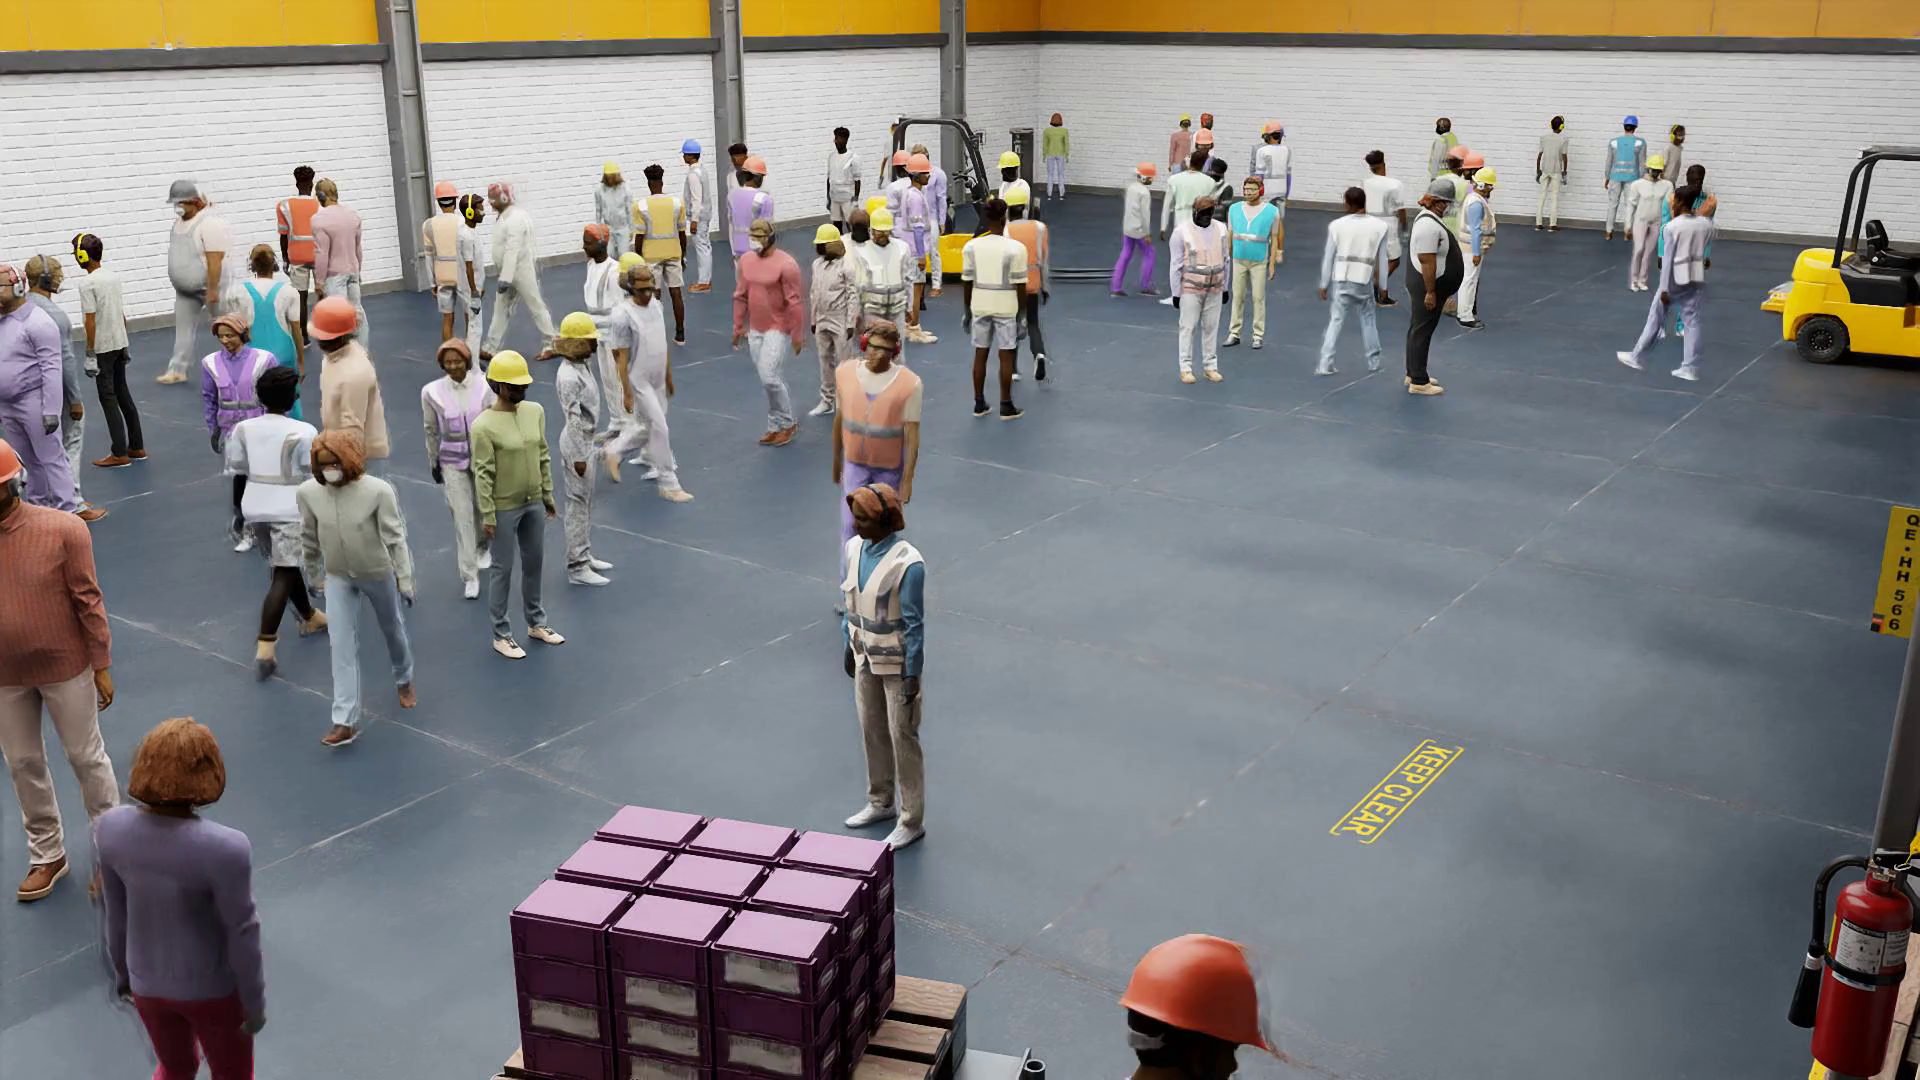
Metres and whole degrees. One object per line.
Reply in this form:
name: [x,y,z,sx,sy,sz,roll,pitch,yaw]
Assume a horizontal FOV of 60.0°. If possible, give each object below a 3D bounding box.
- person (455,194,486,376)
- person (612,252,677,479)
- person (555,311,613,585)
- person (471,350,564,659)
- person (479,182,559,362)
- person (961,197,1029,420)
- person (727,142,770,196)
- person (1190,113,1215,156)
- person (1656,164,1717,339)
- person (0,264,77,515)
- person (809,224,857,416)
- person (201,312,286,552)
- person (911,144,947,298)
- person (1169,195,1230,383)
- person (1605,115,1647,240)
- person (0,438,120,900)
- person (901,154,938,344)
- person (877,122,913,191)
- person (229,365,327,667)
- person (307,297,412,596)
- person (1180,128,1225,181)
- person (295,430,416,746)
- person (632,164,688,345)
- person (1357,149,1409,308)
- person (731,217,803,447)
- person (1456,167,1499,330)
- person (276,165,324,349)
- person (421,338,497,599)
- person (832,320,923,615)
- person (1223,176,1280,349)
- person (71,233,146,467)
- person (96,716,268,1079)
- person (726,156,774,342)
person: [-4.681,-2.399,16.058,0.325,1.861,0.512,-6,19,-18]
person: [-2.457,-1.388,13.083,0.470,1.746,0.647,1,18,3]
person: [-2.387,-0.587,10.572,0.320,1.742,0.492,-2,18,-5]
person: [-2.486,-0.202,9.349,0.337,1.757,0.519,10,20,29]
person: [-4.644,-2.739,17.130,0.990,1.844,0.672,-10,20,-29]
person: [0.312,-2.045,14.781,0.644,1.962,0.375,7,19,21]
person: [-2.641,-4.056,21.106,0.649,1.937,0.484,8,19,24]
person: [4.064,-6.160,27.775,0.354,1.887,0.573,-10,20,-28]
person: [8.024,-3.190,18.434,0.593,1.918,0.392,0,18,0]
person: [-6.394,-0.929,11.374,0.642,1.913,0.409,9,20,26]
person: [-1.143,-1.937,14.799,0.492,1.741,0.319,13,22,34]
person: [-4.776,-0.716,11.162,0.525,1.631,0.320,-1,18,-4]
person: [-0.473,-4.045,21.102,0.636,1.928,0.376,6,19,18]
person: [2.347,-2.448,16.265,0.635,1.830,0.429,-7,19,-20]
person: [10.522,-5.726,26.333,0.602,1.938,0.400,10,20,29]
person: [-3.759,0.524,6.726,0.626,1.980,0.411,-3,18,-9]
person: [-0.453,-3.177,18.191,0.371,2.044,0.607,-3,18,-10]
person: [-1.039,-5.777,26.688,0.514,1.821,0.970,8,19,23]
person: [-3.837,-0.138,9.317,0.535,1.651,0.838,6,19,17]
person: [-3.721,-0.539,10.110,0.677,1.932,0.688,-13,22,-35]
person: [3.197,-4.407,22.037,0.608,2.044,0.370,-1,18,-2]
person: [-3.024,0.205,8.354,0.571,1.576,0.877,-1,18,-2]
person: [-3.236,-3.064,17.972,0.603,1.958,0.380,-9,20,-26]
person: [5.167,-3.772,20.252,0.580,1.929,0.691,-15,23,-38]
person: [-1.606,-1.716,13.814,0.641,1.921,0.461,15,23,39]
person: [5.912,-3.339,19.053,0.403,1.822,0.589,3,18,11]
person: [-6.980,-3.033,17.893,0.615,1.952,0.388,-4,18,-14]
person: [-3.113,-0.497,10.541,0.503,1.592,0.882,-7,19,-20]
person: [-0.509,-0.429,9.978,0.605,1.802,0.689,5,18,14]
person: [3.133,-2.993,17.933,0.570,1.845,0.380,8,20,25]
person: [-6.831,-1.510,13.288,0.341,1.857,0.524,1,18,3]
person: [-2.281,1.321,4.811,0.522,1.613,0.519,4,18,12]
person: [-2.244,-3.152,18.140,0.613,2.029,0.409,12,21,32]
